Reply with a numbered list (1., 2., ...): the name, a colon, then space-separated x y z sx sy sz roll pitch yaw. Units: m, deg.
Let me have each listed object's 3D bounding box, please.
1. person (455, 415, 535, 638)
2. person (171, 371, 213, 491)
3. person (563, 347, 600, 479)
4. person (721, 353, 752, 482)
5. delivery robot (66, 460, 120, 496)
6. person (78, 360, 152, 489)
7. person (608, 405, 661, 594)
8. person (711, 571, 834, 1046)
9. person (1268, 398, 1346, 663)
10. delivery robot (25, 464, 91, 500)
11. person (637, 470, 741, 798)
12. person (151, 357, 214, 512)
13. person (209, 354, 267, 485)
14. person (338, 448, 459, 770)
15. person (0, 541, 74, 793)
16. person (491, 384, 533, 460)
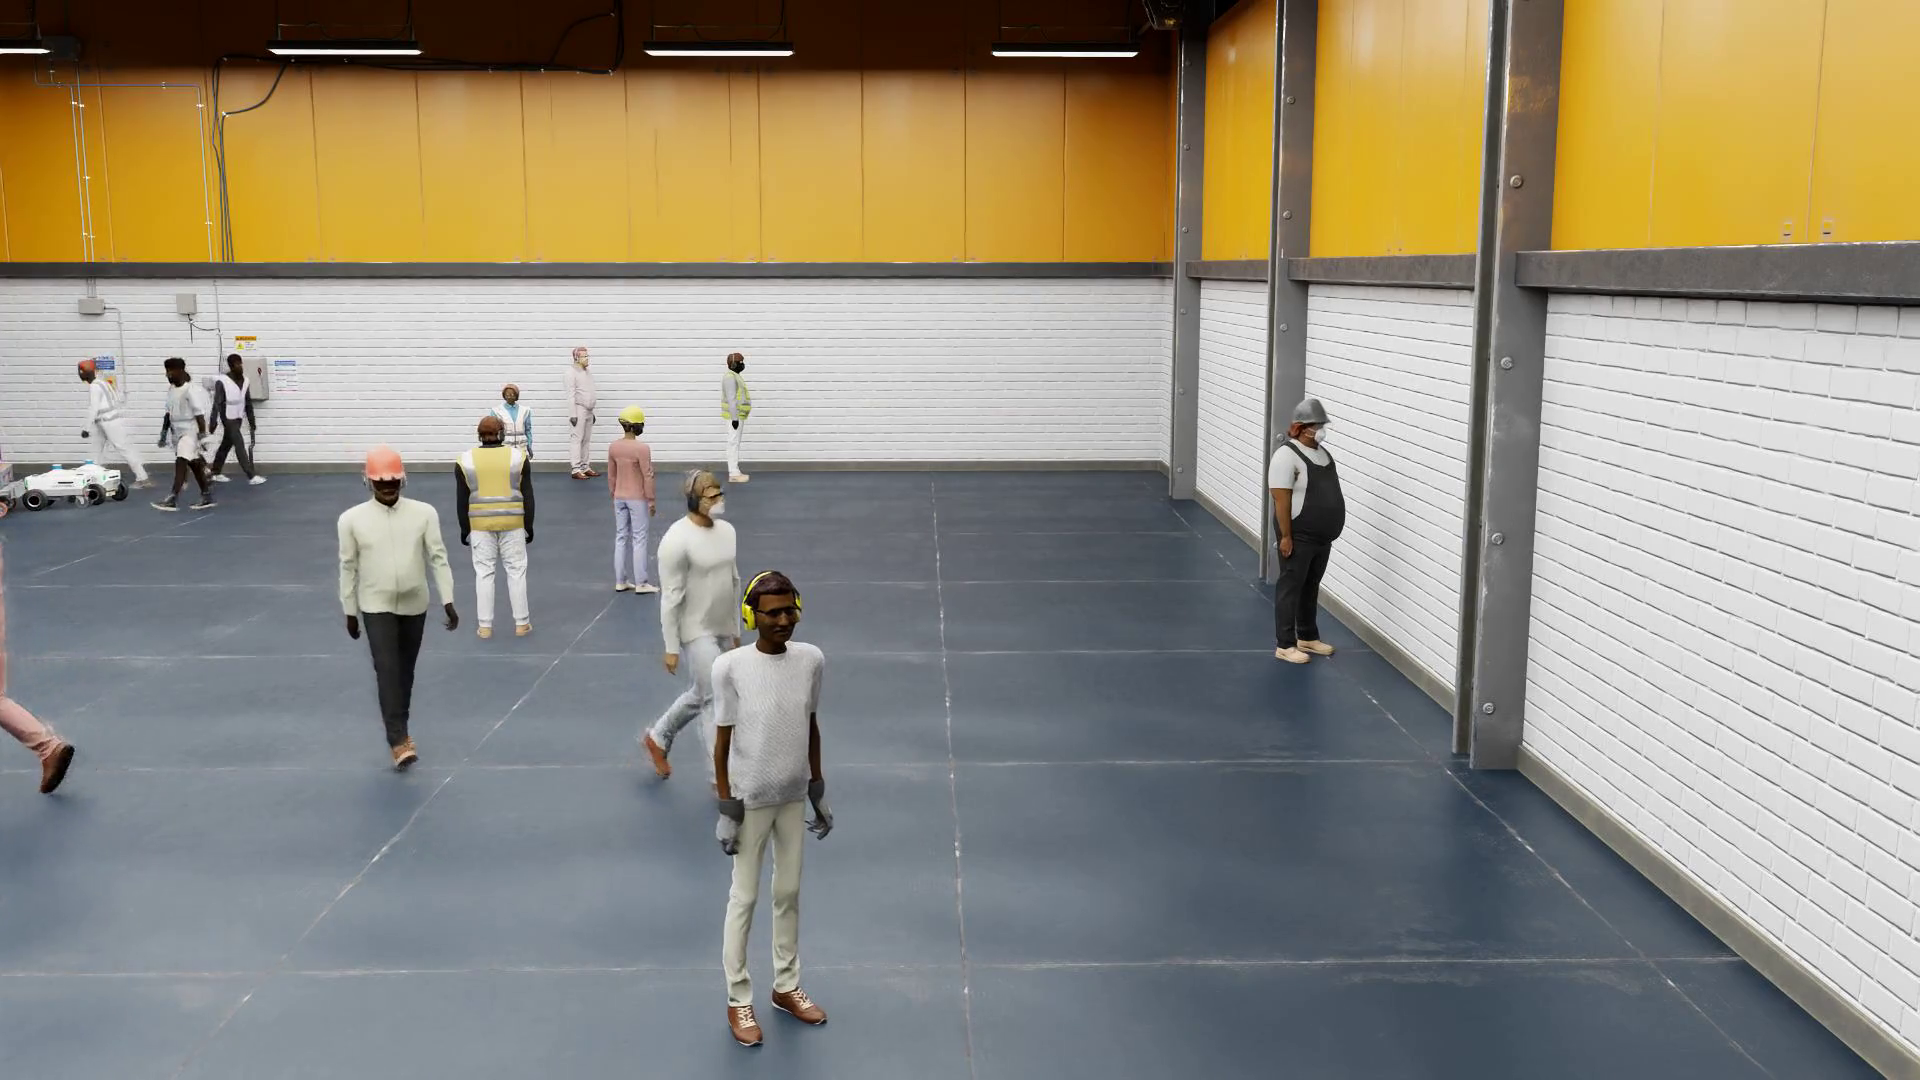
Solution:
1. person: -3.819 -0.108 13.716 0.620 1.838 0.430 -2 10 -15
2. person: -10.542 -1.495 22.705 0.560 1.669 0.554 5 10 28
3. person: -5.471 -1.841 24.124 0.409 1.909 0.641 2 10 14
4. person: -3.192 -1.752 23.773 0.429 1.845 0.622 -1 9 -4
5. delivery robot: -11.291 -0.800 21.588 0.707 0.478 0.477 2 9 12
6. person: -11.637 -1.532 22.642 1.116 1.779 0.566 -5 11 -30
7. person: -3.050 -0.376 15.570 0.534 1.767 0.319 6 11 33
8. person: -0.732 1.036 6.593 0.521 1.873 0.335 -7 11 -35
9. person: 2.724 -0.081 12.920 0.538 2.000 0.684 8 12 41
10. delivery robot: -11.415 -0.714 21.062 0.707 0.478 0.477 -2 9 -15
11. person: -1.529 0.533 9.576 0.891 1.914 0.637 5 10 26
12. person: -9.798 -1.308 20.765 0.611 1.924 0.950 8 12 39
13. person: -10.260 -1.702 23.499 1.045 1.844 0.670 2 10 13
14. person: -3.435 0.406 10.210 0.628 1.938 1.013 -6 11 -33
15. person: -5.585 0.576 9.444 0.803 1.868 0.662 1 9 6
16. person: -5.479 -1.093 20.363 0.515 1.636 0.315 -6 11 -33
